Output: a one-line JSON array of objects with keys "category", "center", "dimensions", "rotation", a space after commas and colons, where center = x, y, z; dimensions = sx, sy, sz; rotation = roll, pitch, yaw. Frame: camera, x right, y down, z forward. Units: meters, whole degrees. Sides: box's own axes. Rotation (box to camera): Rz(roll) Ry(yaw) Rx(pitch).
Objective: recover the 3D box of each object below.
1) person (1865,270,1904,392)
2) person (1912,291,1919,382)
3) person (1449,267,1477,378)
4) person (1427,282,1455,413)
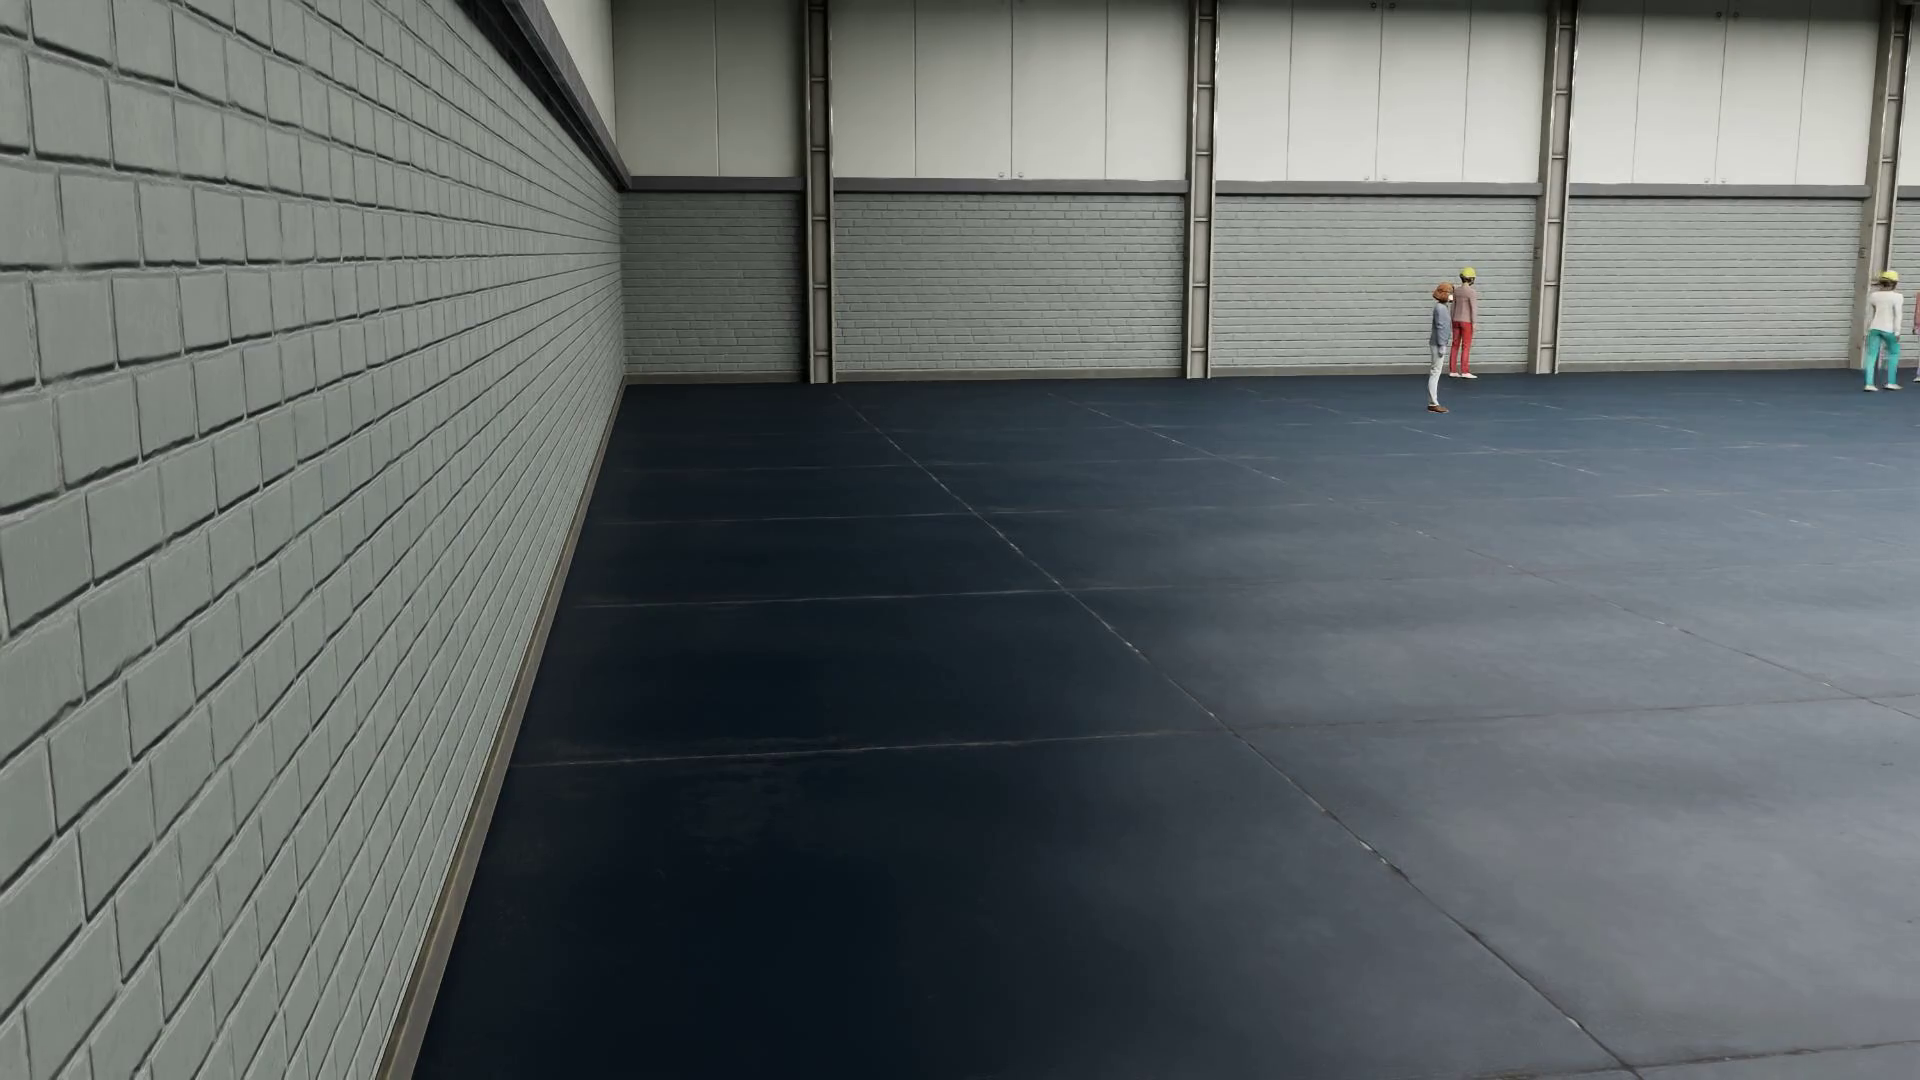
[{"category": "person", "center": [13.400, -3.014, 24.032], "dimensions": [0.730, 1.737, 0.546], "rotation": [-5, 11, -27]}, {"category": "person", "center": [15.012, -3.303, 25.673], "dimensions": [0.546, 1.767, 0.356], "rotation": [4, 10, 20]}, {"category": "person", "center": [8.061, -3.464, 26.579], "dimensions": [0.331, 1.768, 0.526], "rotation": [-5, 11, -27]}, {"category": "person", "center": [6.067, -2.429, 20.999], "dimensions": [0.283, 1.633, 0.498], "rotation": [3, 10, 18]}]
